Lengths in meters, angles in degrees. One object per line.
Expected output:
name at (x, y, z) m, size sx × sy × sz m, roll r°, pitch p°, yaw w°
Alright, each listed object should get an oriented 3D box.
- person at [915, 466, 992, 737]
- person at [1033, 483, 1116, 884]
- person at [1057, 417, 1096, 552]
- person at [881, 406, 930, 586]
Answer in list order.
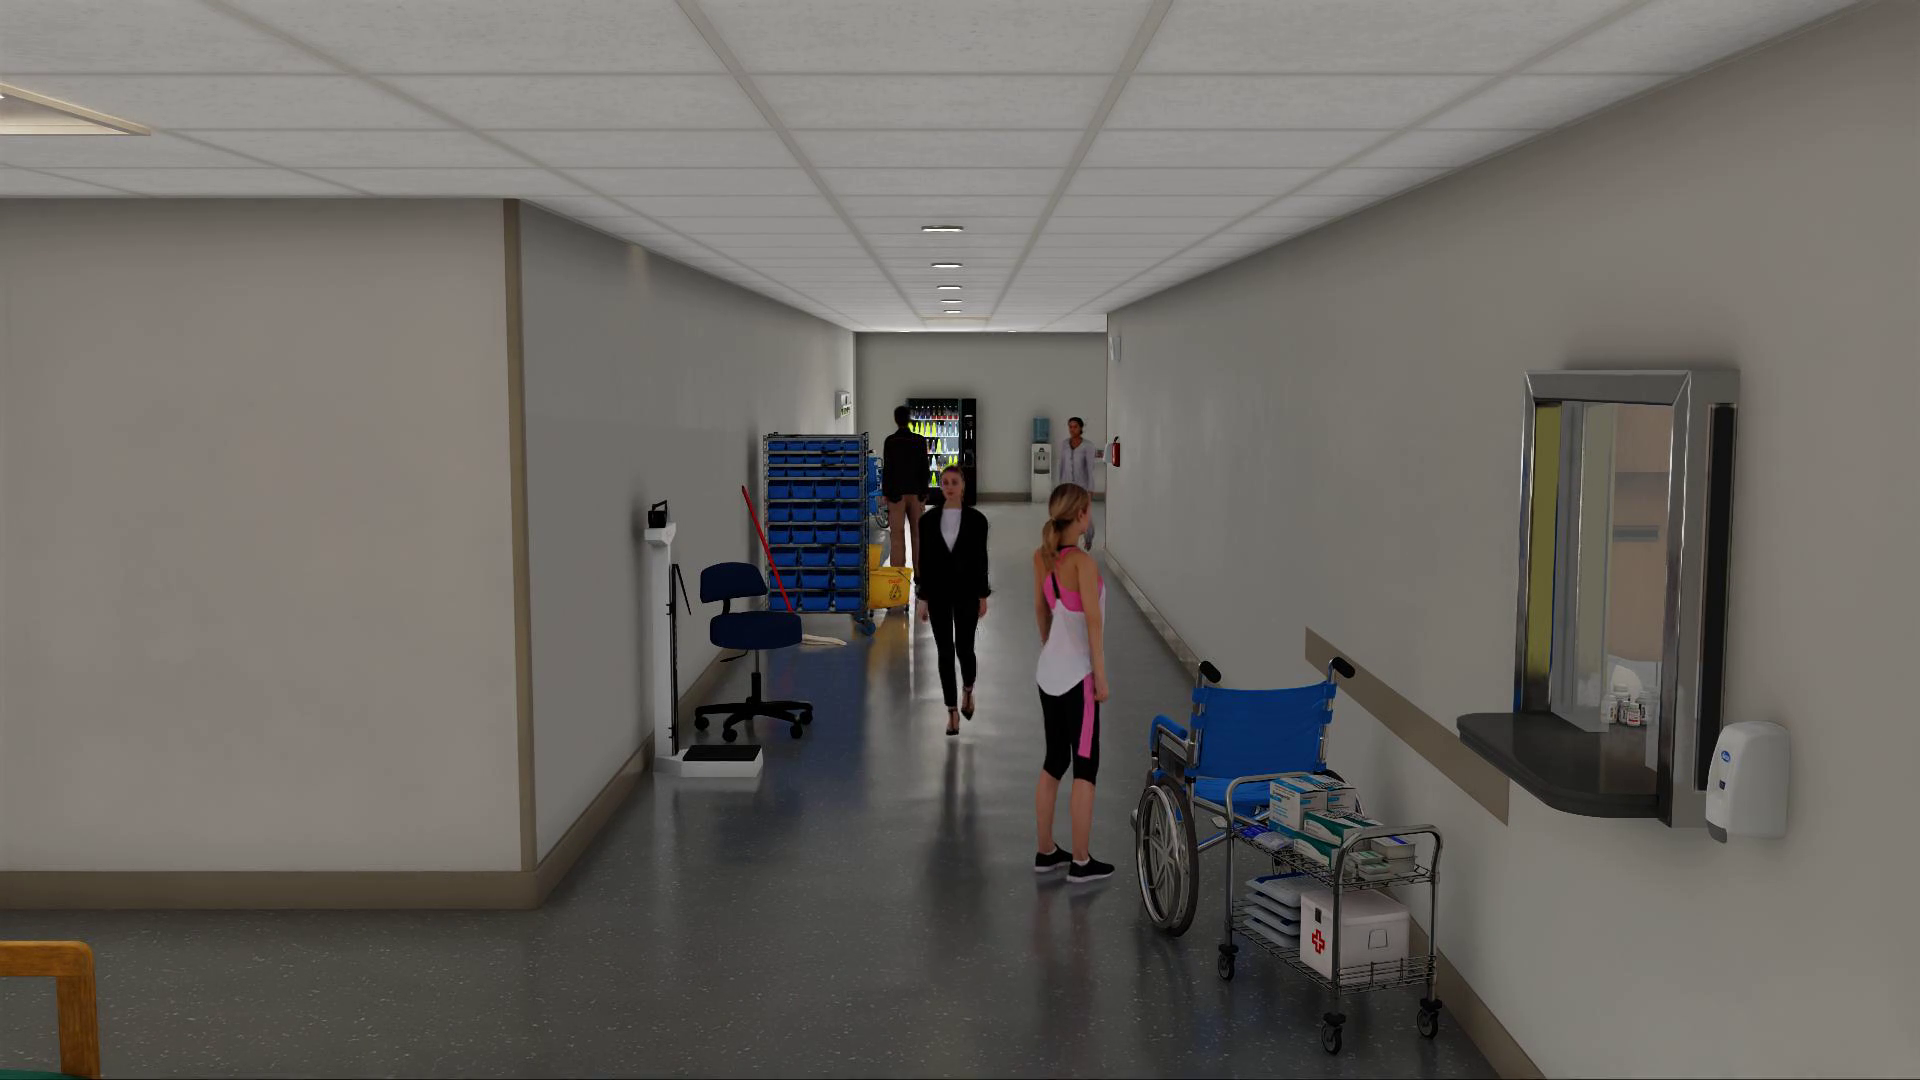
person at (-0.030, 0.379, 10.494) m, size 0.641 × 1.695 × 0.727 m, roll 1°, pitch 6°, yaw 9°
person at (0.455, 0.637, 7.499) m, size 0.714 × 1.781 × 0.705 m, roll -4°, pitch 7°, yaw -32°
person at (1.456, -0.650, 20.623) m, size 1.000 × 1.715 × 0.917 m, roll 2°, pitch 6°, yaw 22°
person at (-0.593, -0.478, 17.879) m, size 0.669 × 1.922 × 0.839 m, roll -2°, pitch 6°, yaw -21°
